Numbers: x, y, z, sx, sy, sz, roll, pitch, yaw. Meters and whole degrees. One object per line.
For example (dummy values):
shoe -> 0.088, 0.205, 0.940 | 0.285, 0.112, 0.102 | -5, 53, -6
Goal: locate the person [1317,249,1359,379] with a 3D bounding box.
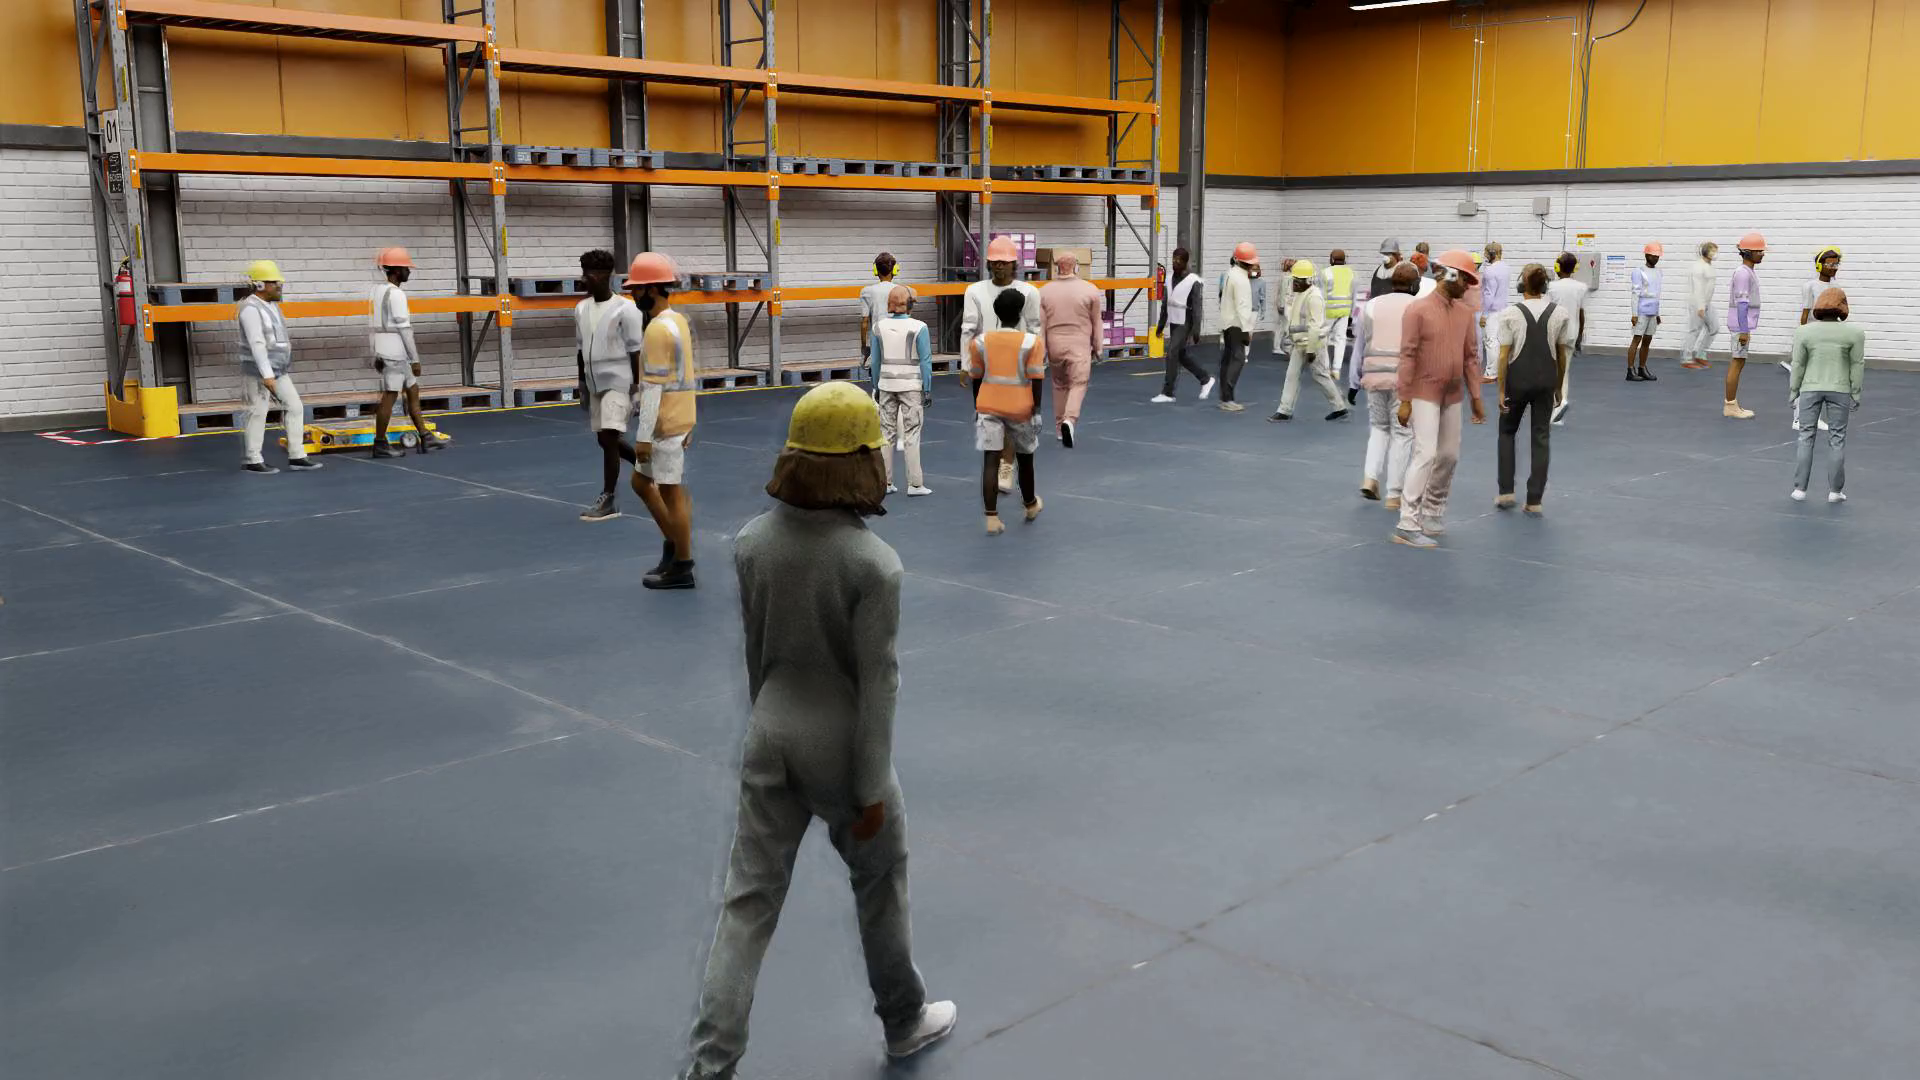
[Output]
person -> 5.268, -3.171, 23.417 | 0.664, 1.829, 0.492 | -3, 11, -15

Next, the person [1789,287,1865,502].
person -> 6.590, -1.104, 12.674 | 0.499, 1.633, 0.278 | 6, 12, 30

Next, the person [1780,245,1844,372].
person -> 12.554, -3.352, 24.265 | 0.975, 1.886, 0.603 | 8, 13, 37

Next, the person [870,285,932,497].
person -> -0.454, -1.153, 12.934 | 0.523, 1.636, 0.311 | 5, 12, 27

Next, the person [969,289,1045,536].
person -> 0.343, -0.890, 11.423 | 0.556, 1.649, 0.848 | 3, 11, 17

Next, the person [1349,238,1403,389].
person -> 5.669, -3.011, 21.963 | 1.033, 2.000, 0.699 | -8, 13, -36

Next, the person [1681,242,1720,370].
person -> 11.151, -3.493, 24.929 | 0.646, 1.922, 0.561 | -10, 14, -43

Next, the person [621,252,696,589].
person -> -1.723, -0.657, 9.442 | 0.452, 1.921, 0.576 | 0, 10, -1

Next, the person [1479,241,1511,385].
person -> 7.222, -3.068, 22.564 | 0.373, 1.937, 0.629 | 8, 13, 37

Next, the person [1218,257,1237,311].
person -> 4.784, -4.128, 29.057 | 0.569, 1.672, 0.363 | 4, 11, 21

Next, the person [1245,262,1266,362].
person -> 4.600, -3.607, 26.365 | 0.518, 1.602, 0.676 | -1, 10, -3

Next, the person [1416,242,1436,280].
person -> 7.615, -3.908, 27.219 | 0.651, 1.915, 0.513 | -5, 12, -26

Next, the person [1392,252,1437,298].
person -> 5.170, -2.337, 18.871 | 0.589, 1.838, 1.003 | 0, 10, 2

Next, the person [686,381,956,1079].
person -> -0.341, 0.487, 3.816 | 0.493, 1.701, 0.888 | 6, 12, 30

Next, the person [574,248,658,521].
person -> -2.468, -1.136, 12.039 | 0.612, 1.940, 0.839 | 7, 13, 35

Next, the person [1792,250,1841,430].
person -> 8.914, -2.057, 17.234 | 0.513, 1.870, 0.328 | -5, 11, -24

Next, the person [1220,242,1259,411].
person -> 3.221, -2.486, 19.396 | 0.386, 1.946, 0.762 | 0, 10, -1

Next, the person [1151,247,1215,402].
person -> 2.755, -2.623, 20.289 | 0.899, 1.884, 0.601 | -5, 11, -25

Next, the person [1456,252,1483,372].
person -> 7.618, -3.387, 24.762 | 0.533, 1.768, 0.310 | 10, 14, 43

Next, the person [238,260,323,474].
person -> -5.765, -1.448, 14.079 | 0.744, 1.804, 0.627 | 0, 10, 0

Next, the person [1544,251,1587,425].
person -> 6.415, -2.126, 17.646 | 0.518, 1.856, 0.498 | -1, 10, -6

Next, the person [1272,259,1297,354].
person -> 5.581, -3.943, 28.182 | 0.580, 1.617, 0.527 | 2, 11, 11

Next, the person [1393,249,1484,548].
person -> 3.142, -0.946, 11.026 | 0.649, 1.936, 0.588 | -6, 12, -29

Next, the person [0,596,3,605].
person -> -5.576, -0.518, 8.938 | 0.572, 1.831, 0.637 | -3, 11, -16

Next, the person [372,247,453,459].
person -> -5.017, -1.703, 15.184 | 0.882, 1.905, 0.578 | -7, 12, -32

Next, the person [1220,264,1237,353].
person -> 4.576, -3.845, 27.710 | 0.529, 1.609, 0.486 | 6, 12, 31

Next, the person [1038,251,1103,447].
person -> 1.042, -1.850, 16.100 | 0.641, 1.875, 0.874 | 3, 11, 17

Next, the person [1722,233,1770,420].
person -> 8.687, -2.359, 18.400 | 0.378, 2.044, 0.607 | 5, 11, 24

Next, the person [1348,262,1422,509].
person -> 3.231, -1.137, 12.354 | 0.689, 1.822, 0.443 | 8, 13, 36

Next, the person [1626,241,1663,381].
person -> 9.560, -3.171, 23.120 | 0.552, 1.933, 0.368 | -6, 12, -29

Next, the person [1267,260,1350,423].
person -> 3.809, -2.143, 17.998 | 0.895, 1.771, 0.630 | -2, 11, -12

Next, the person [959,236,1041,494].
person -> 0.301, -1.364, 13.078 | 0.612, 2.002, 0.990 | 3, 11, 17

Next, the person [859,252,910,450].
person -> -0.690, -1.767, 15.666 | 0.518, 1.865, 0.328 | 0, 10, 3

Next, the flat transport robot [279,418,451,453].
flat transport robot -> -5.679, -1.010, 15.881 | 1.431, 0.197, 0.652 | -7, 13, -35

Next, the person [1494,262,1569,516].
person -> 4.156, -1.100, 12.147 | 0.530, 1.824, 0.666 | 1, 10, 7
